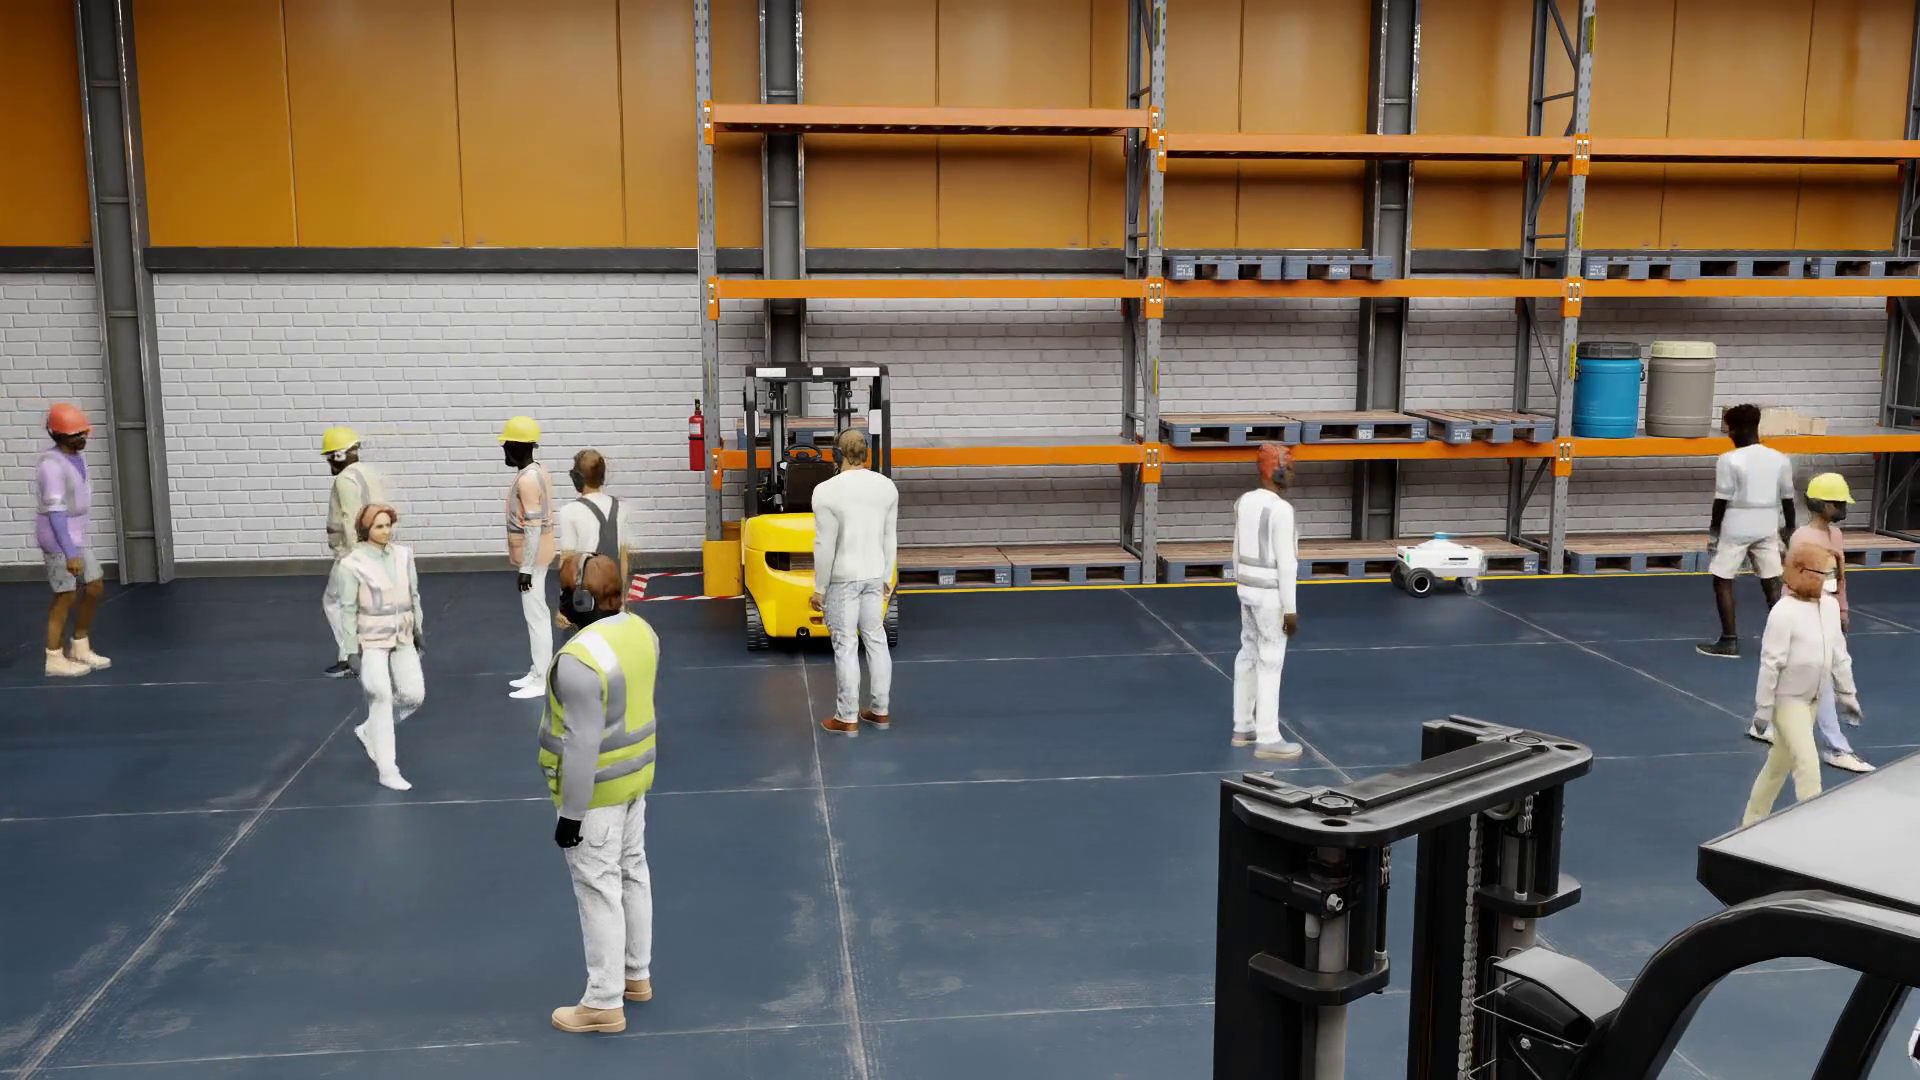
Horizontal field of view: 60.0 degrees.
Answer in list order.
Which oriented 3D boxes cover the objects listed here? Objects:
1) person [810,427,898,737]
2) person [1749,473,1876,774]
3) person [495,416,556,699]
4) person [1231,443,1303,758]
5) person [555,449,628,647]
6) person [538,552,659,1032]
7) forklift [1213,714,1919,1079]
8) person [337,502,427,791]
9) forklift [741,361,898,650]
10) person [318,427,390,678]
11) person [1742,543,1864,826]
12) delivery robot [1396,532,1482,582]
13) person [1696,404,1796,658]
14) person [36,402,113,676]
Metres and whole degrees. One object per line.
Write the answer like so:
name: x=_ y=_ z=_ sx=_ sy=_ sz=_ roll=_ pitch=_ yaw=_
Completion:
person: x=-0.663 y=0.260 z=10.414 sx=0.635 sy=1.937 sz=0.354 roll=-8 pitch=12 yaw=-40
person: x=5.086 y=0.458 z=9.854 sx=0.542 sy=1.725 sz=0.822 roll=-7 pitch=12 yaw=-39
person: x=-2.950 y=0.115 z=11.355 sx=0.369 sy=1.927 sz=0.588 roll=-2 pitch=9 yaw=-13
person: x=1.840 y=0.357 z=9.983 sx=0.338 sy=1.881 sz=0.581 roll=-3 pitch=10 yaw=-20
person: x=-2.207 y=0.356 z=10.165 sx=0.595 sy=1.827 sz=0.526 roll=6 pitch=11 yaw=34
person: x=-1.388 y=0.955 z=6.386 sx=0.429 sy=1.841 sz=0.634 roll=2 pitch=9 yaw=13
forklift: x=1.441 y=1.425 z=2.350 sx=1.214 sy=2.155 sz=2.313 roll=-7 pitch=12 yaw=-39
person: x=-3.279 y=0.585 z=9.368 sx=0.491 sy=1.625 sz=0.535 roll=5 pitch=10 yaw=28
forklift: x=-1.154 y=-0.340 z=13.365 sx=1.214 sy=2.155 sz=2.313 roll=-1 pitch=9 yaw=-7
person: x=-4.368 y=0.087 z=11.939 sx=0.562 sy=1.801 sz=0.604 roll=0 pitch=9 yaw=2
person: x=4.132 y=0.820 z=7.985 sx=0.502 sy=1.600 sz=0.795 roll=-6 pitch=11 yaw=-35
delivery robot: x=4.314 y=0.173 z=14.974 sx=0.707 sy=0.478 sz=0.477 roll=0 pitch=9 yaw=-3
person: x=6.018 y=-0.054 z=12.481 sx=0.830 sy=1.928 sz=0.427 roll=-2 pitch=9 yaw=-11
person: x=-6.326 y=0.010 z=11.811 sx=0.582 sy=1.989 sz=0.656 roll=-1 pitch=9 yaw=-7
